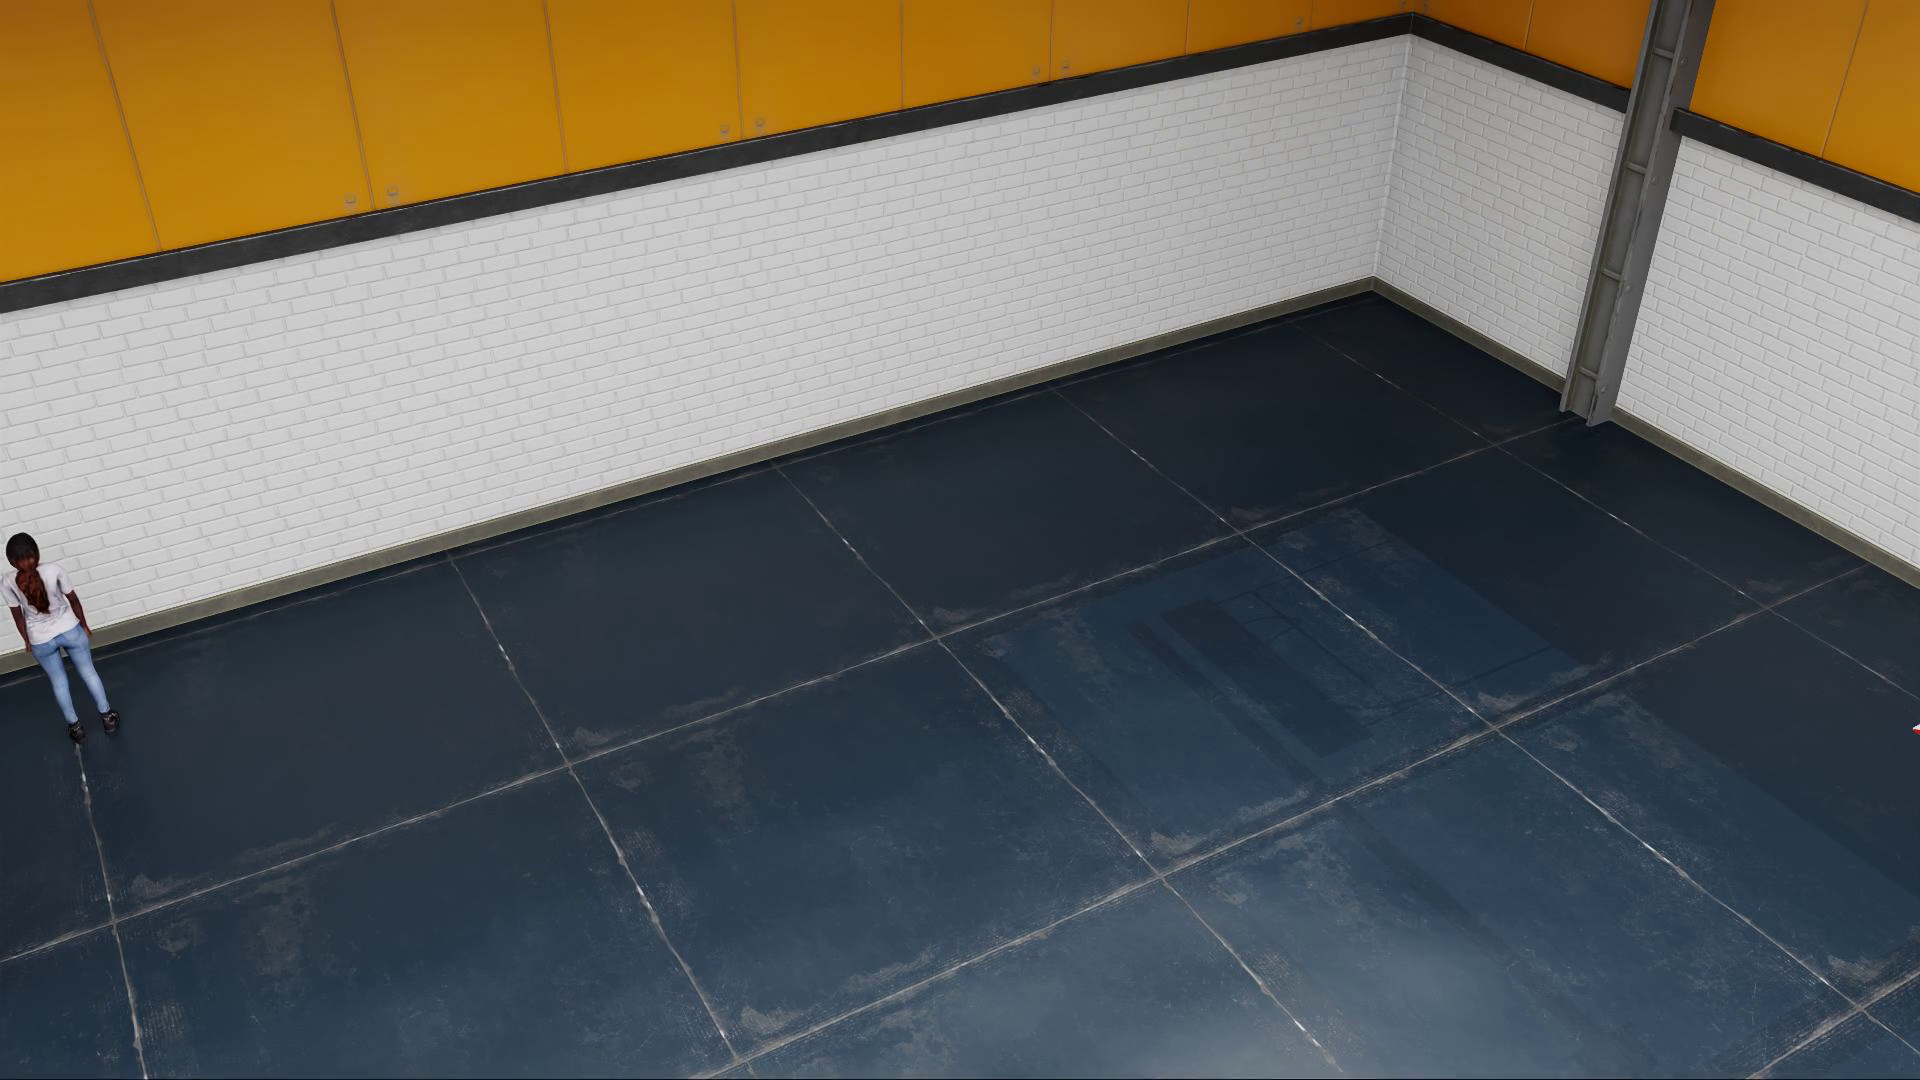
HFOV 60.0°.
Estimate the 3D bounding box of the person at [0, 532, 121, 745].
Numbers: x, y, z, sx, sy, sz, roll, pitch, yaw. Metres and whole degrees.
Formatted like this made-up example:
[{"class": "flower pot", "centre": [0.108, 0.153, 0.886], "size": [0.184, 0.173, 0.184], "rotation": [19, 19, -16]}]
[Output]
[{"class": "person", "centre": [-6.331, 0.677, 11.655], "size": [0.579, 1.719, 0.519], "rotation": [-19, 38, -26]}]
